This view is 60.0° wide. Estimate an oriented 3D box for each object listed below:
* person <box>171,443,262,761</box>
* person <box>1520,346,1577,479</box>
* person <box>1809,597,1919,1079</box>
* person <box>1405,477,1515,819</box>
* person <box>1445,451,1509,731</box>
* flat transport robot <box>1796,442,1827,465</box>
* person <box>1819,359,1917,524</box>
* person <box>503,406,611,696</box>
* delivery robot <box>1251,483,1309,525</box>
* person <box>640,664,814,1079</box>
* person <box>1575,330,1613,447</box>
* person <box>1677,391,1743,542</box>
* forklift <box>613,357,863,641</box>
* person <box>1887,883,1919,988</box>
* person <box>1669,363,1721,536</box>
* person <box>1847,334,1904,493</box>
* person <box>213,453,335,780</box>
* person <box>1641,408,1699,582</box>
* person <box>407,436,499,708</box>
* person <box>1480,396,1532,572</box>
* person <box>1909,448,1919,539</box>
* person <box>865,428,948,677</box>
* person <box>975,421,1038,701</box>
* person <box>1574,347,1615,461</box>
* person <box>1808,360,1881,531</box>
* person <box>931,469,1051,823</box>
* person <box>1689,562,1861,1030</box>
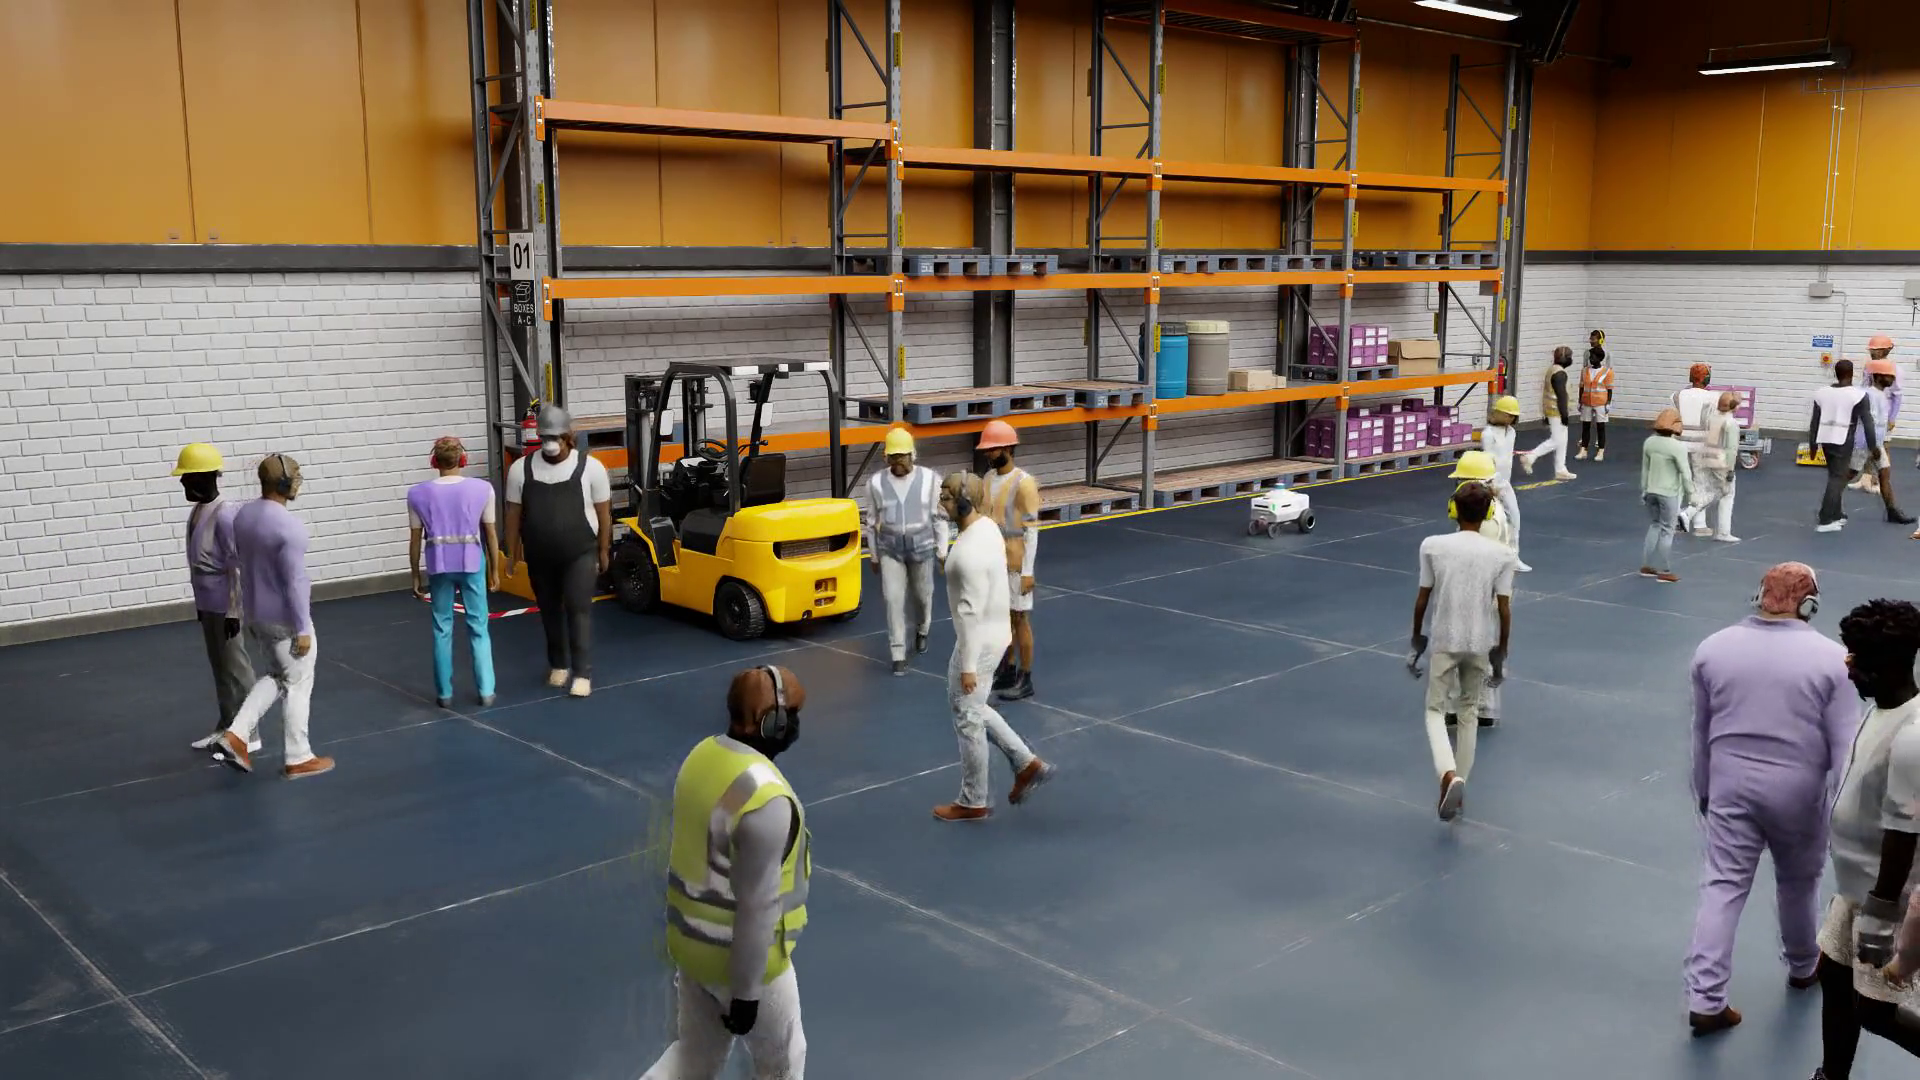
[{"bbox_3d":[-4.500,0.368,10.056,0.387,1.926,0.591,-8,13,-41],"label":"person"},{"bbox_3d":[8.053,-1.726,22.620,0.679,1.824,0.625,3,10,16],"label":"person"},{"bbox_3d":[3.160,1.145,5.496,0.736,1.936,0.624,3,10,17],"label":"person"},{"bbox_3d":[2.682,0.599,8.949,0.537,1.846,0.633,2,10,11],"label":"person"},{"bbox_3d":[3.196,0.336,10.577,0.554,1.811,0.618,3,10,19],"label":"person"},{"bbox_3d":[12.689,-1.264,24.453,0.652,0.197,1.431,5,11,28],"label":"flat transport robot"},{"bbox_3d":[10.416,-1.131,19.020,1.008,1.883,0.553,9,13,43],"label":"person"},{"bbox_3d":[-2.805,0.066,11.495,0.700,2.000,0.869,0,10,2],"label":"person"},{"bbox_3d":[3.489,-0.375,18.144,0.707,0.478,0.477,-9,13,-44],"label":"delivery robot"},{"bbox_3d":[-0.802,1.282,5.148,0.836,1.797,0.637,-6,12,-33],"label":"person"},{"bbox_3d":[10.143,-2.415,26.547,0.323,1.860,0.518,-8,13,-41],"label":"person"},{"bbox_3d":[8.021,-0.780,17.661,0.555,1.620,0.527,-1,10,-4],"label":"person"},{"bbox_3d":[-1.847,-0.414,13.852,1.214,2.155,2.313,-9,13,-42],"label":"forklift"},{"bbox_3d":[3.114,1.353,4.917,0.527,1.717,0.921,1,10,8],"label":"person"},{"bbox_3d":[7.983,-0.984,18.095,0.337,1.882,0.585,-8,13,-41],"label":"person"},{"bbox_3d":[11.759,-1.622,21.369,0.391,2.040,0.615,-2,10,-14],"label":"person"},{"bbox_3d":[-3.958,0.458,9.545,0.647,1.920,0.554,8,12,39],"label":"person"},{"bbox_3d":[6.591,-0.410,15.499,0.358,1.632,0.520,-3,10,-18],"label":"person"},{"bbox_3d":[-3.393,0.222,11.171,0.568,1.839,0.391,-2,10,-14],"label":"person"},{"bbox_3d":[5.178,-0.529,15.936,0.499,1.716,0.612,-6,12,-33],"label":"person"},{"bbox_3d":[10.467,-0.907,17.693,0.323,1.870,0.518,-8,13,-41],"label":"person"},{"bbox_3d":[-0.389,0.055,12.289,0.617,1.802,0.823,0,10,1],"label":"person"},{"bbox_3d":[0.314,0.146,11.394,0.437,1.923,0.572,-7,12,-34],"label":"person"},{"bbox_3d":[9.425,-2.019,24.695,0.320,1.697,0.537,-8,13,-41],"label":"person"},{"bbox_3d":[9.806,-1.044,18.420,0.761,1.882,0.628,-5,11,-25],"label":"person"},{"bbox_3d":[0.143,0.576,8.840,0.531,1.924,0.655,1,10,9],"label":"person"},{"bbox_3d":[3.253,1.009,6.622,0.720,1.830,1.033,9,13,43],"label":"person"}]
